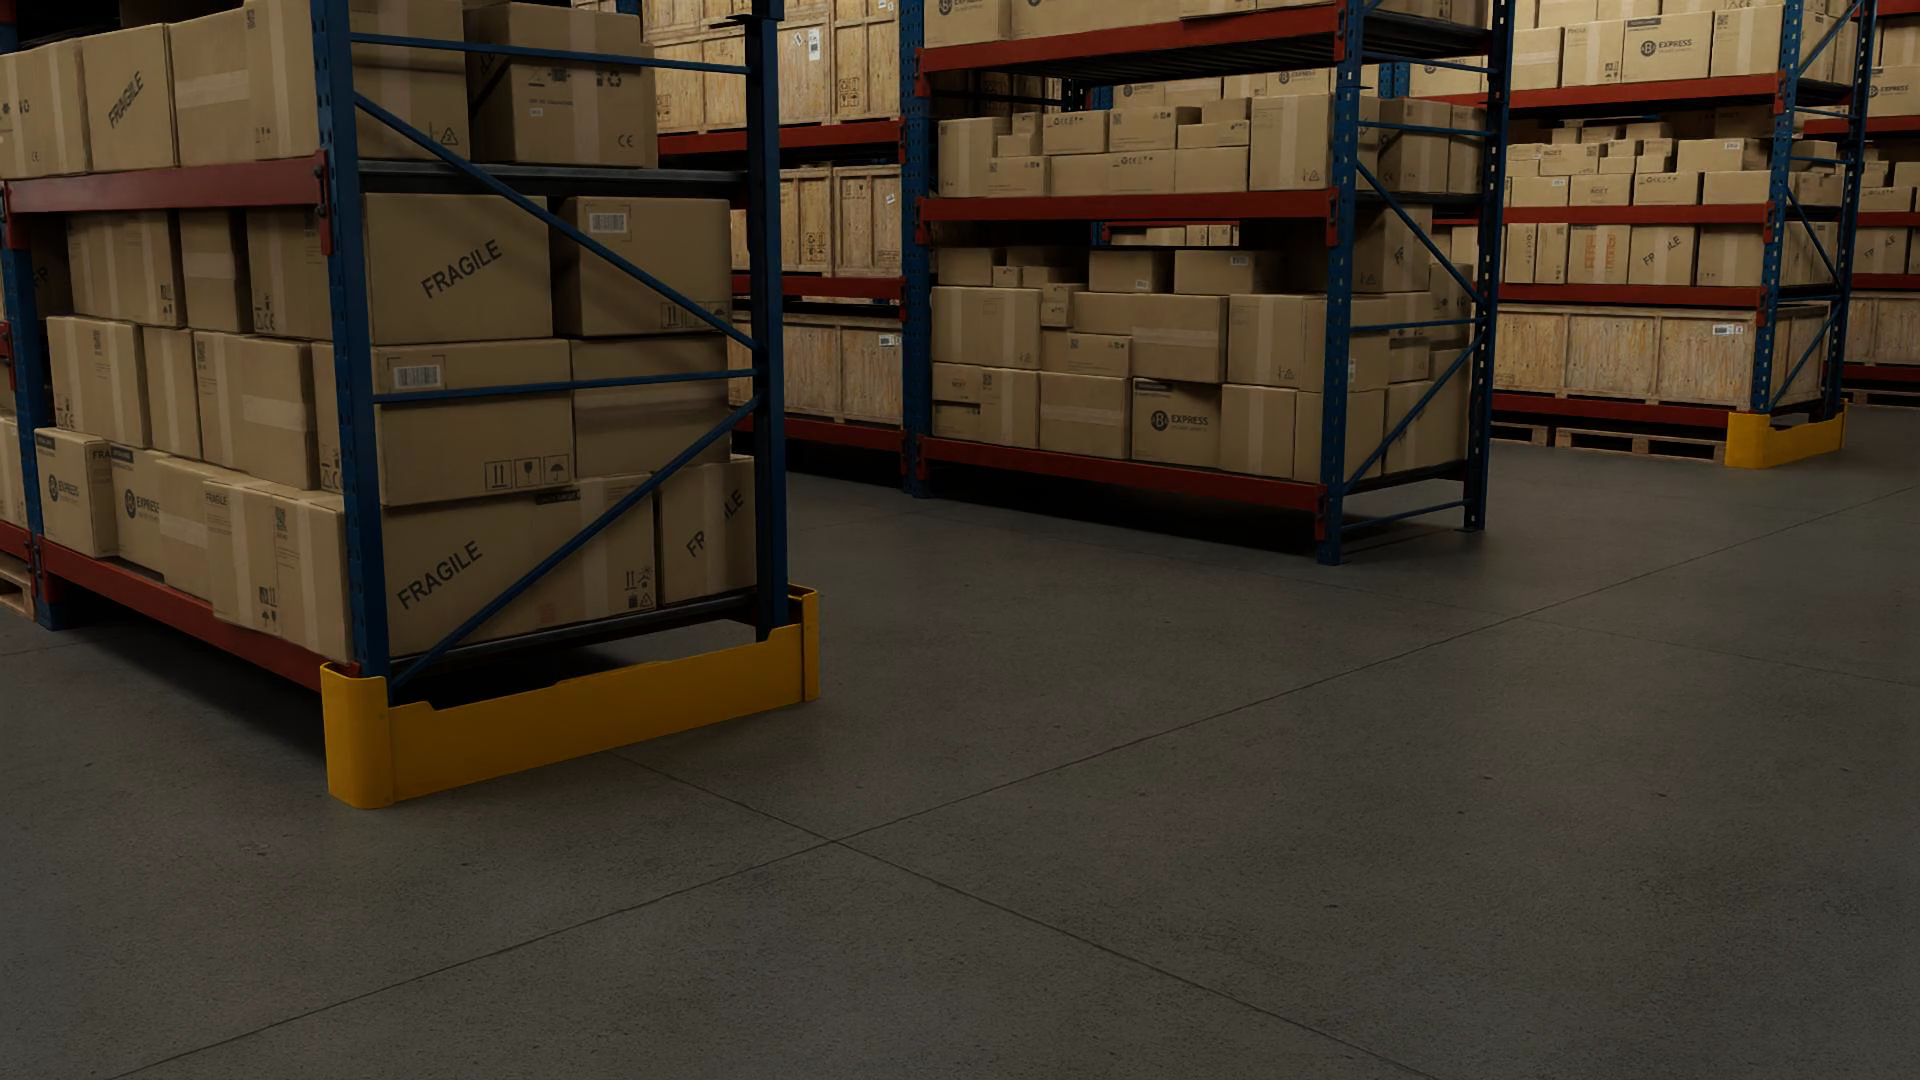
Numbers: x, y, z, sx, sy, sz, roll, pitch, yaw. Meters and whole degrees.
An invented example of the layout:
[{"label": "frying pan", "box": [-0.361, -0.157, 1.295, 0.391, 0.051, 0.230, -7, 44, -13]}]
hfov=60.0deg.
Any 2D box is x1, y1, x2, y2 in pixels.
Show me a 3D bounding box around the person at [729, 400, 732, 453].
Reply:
[{"label": "person", "box": [-1.597, -0.532, 9.827, 0.539, 1.757, 0.448, -7, 13, -35]}]
